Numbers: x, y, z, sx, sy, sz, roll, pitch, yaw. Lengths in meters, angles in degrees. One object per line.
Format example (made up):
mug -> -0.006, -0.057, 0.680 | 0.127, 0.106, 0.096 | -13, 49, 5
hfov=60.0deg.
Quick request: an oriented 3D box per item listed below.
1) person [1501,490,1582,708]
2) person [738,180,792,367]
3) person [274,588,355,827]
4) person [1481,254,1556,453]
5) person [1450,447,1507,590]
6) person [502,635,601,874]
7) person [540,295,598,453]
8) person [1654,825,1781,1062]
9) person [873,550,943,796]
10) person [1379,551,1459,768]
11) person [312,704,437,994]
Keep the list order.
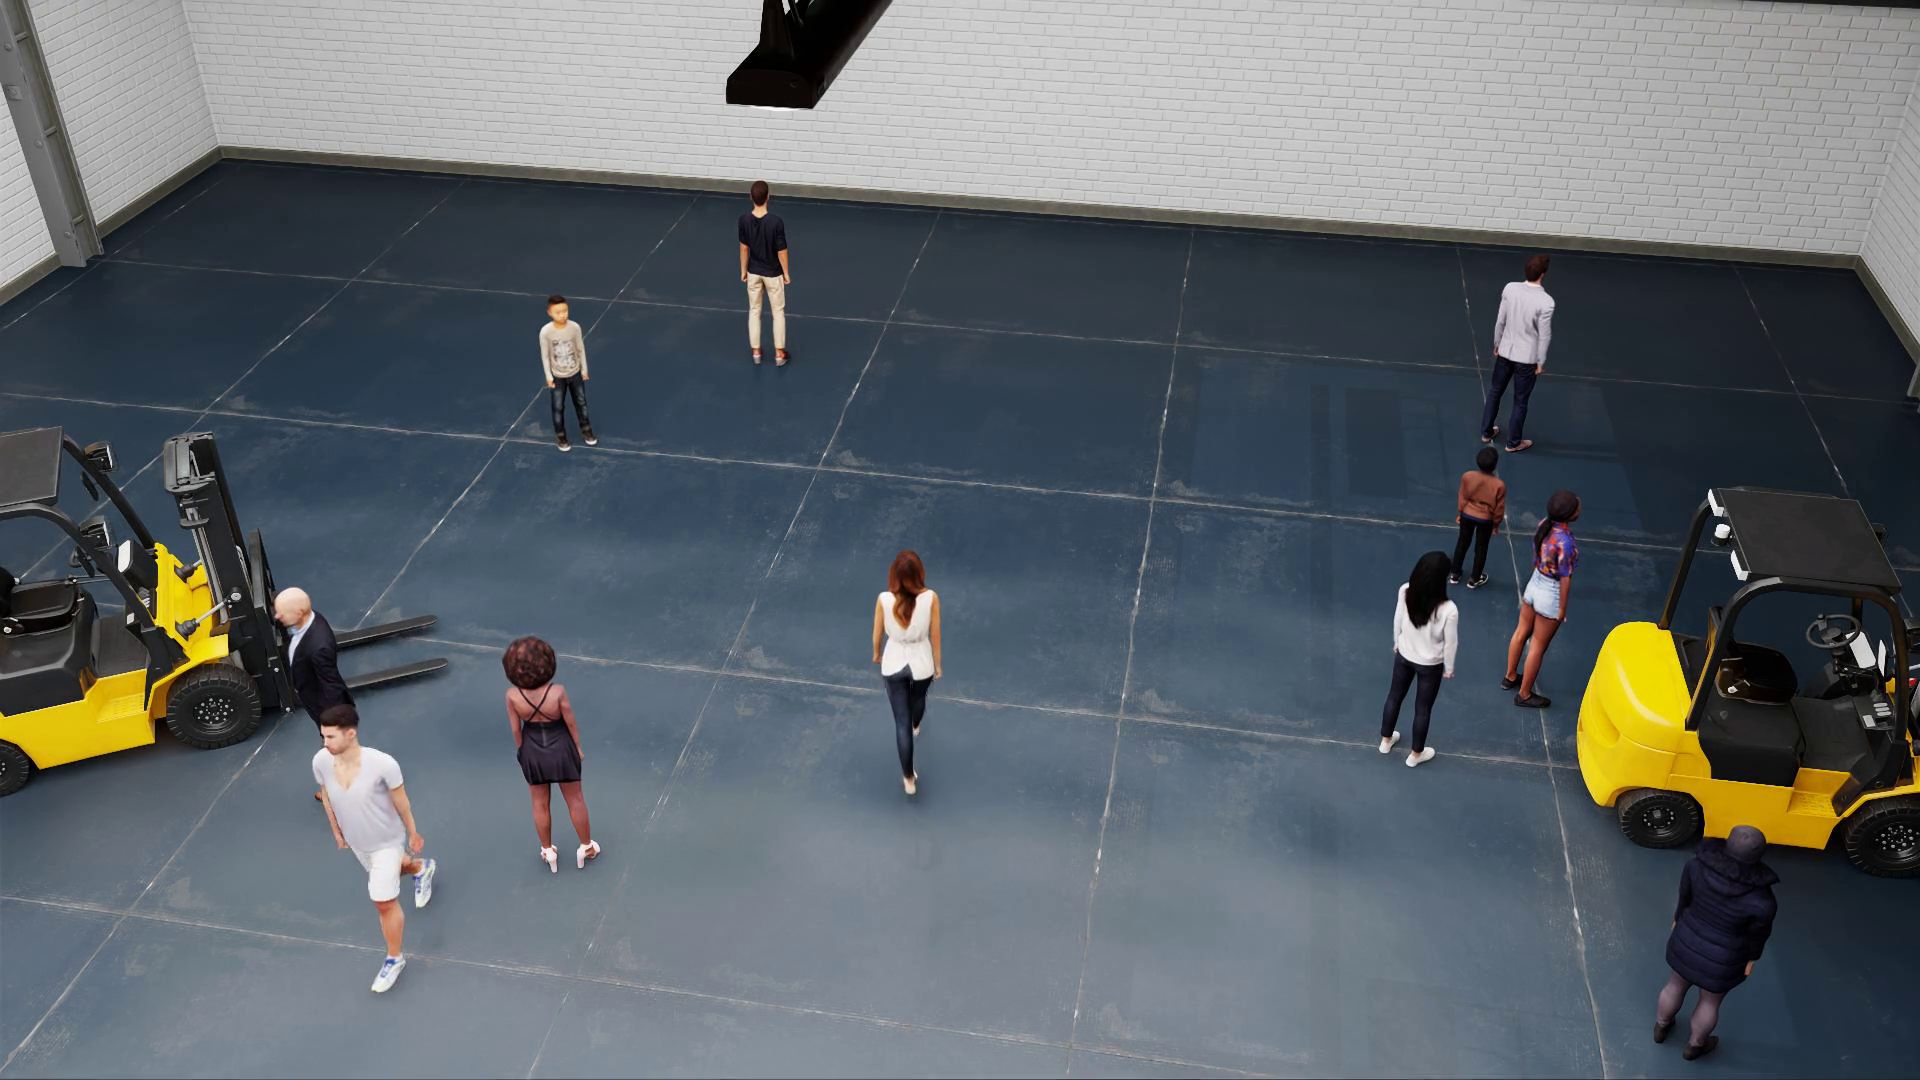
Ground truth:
person -> 4.138, 0.397, 11.777 | 0.720, 1.743, 0.580 | -7, 34, -10
person -> -1.894, -2.593, 16.178 | 0.635, 1.851, 0.546 | 7, 34, 10
person -> -4.107, 1.037, 10.766 | 0.818, 1.796, 0.759 | -21, 39, -29
person -> 4.972, -1.675, 14.797 | 0.799, 1.851, 0.759 | -25, 41, -32
person -> 4.076, -0.185, 13.094 | 0.589, 1.255, 0.596 | 21, 39, 28
person -> -2.545, 1.344, 10.310 | 0.617, 1.790, 0.619 | -4, 34, -5
person -> -3.540, -1.510, 14.903 | 0.618, 1.460, 0.657 | -16, 37, -22
person -> 4.128, 2.201, 9.125 | 0.846, 1.674, 0.802 | -27, 42, -34
person -> -0.347, 0.908, 11.015 | 0.788, 1.737, 1.165 | -1, 34, -2
person -> 3.101, 0.788, 11.228 | 0.711, 1.701, 0.736 | 28, 42, 35
person -> -3.415, 1.669, 9.805 | 0.697, 1.808, 1.200 | 5, 34, 8
